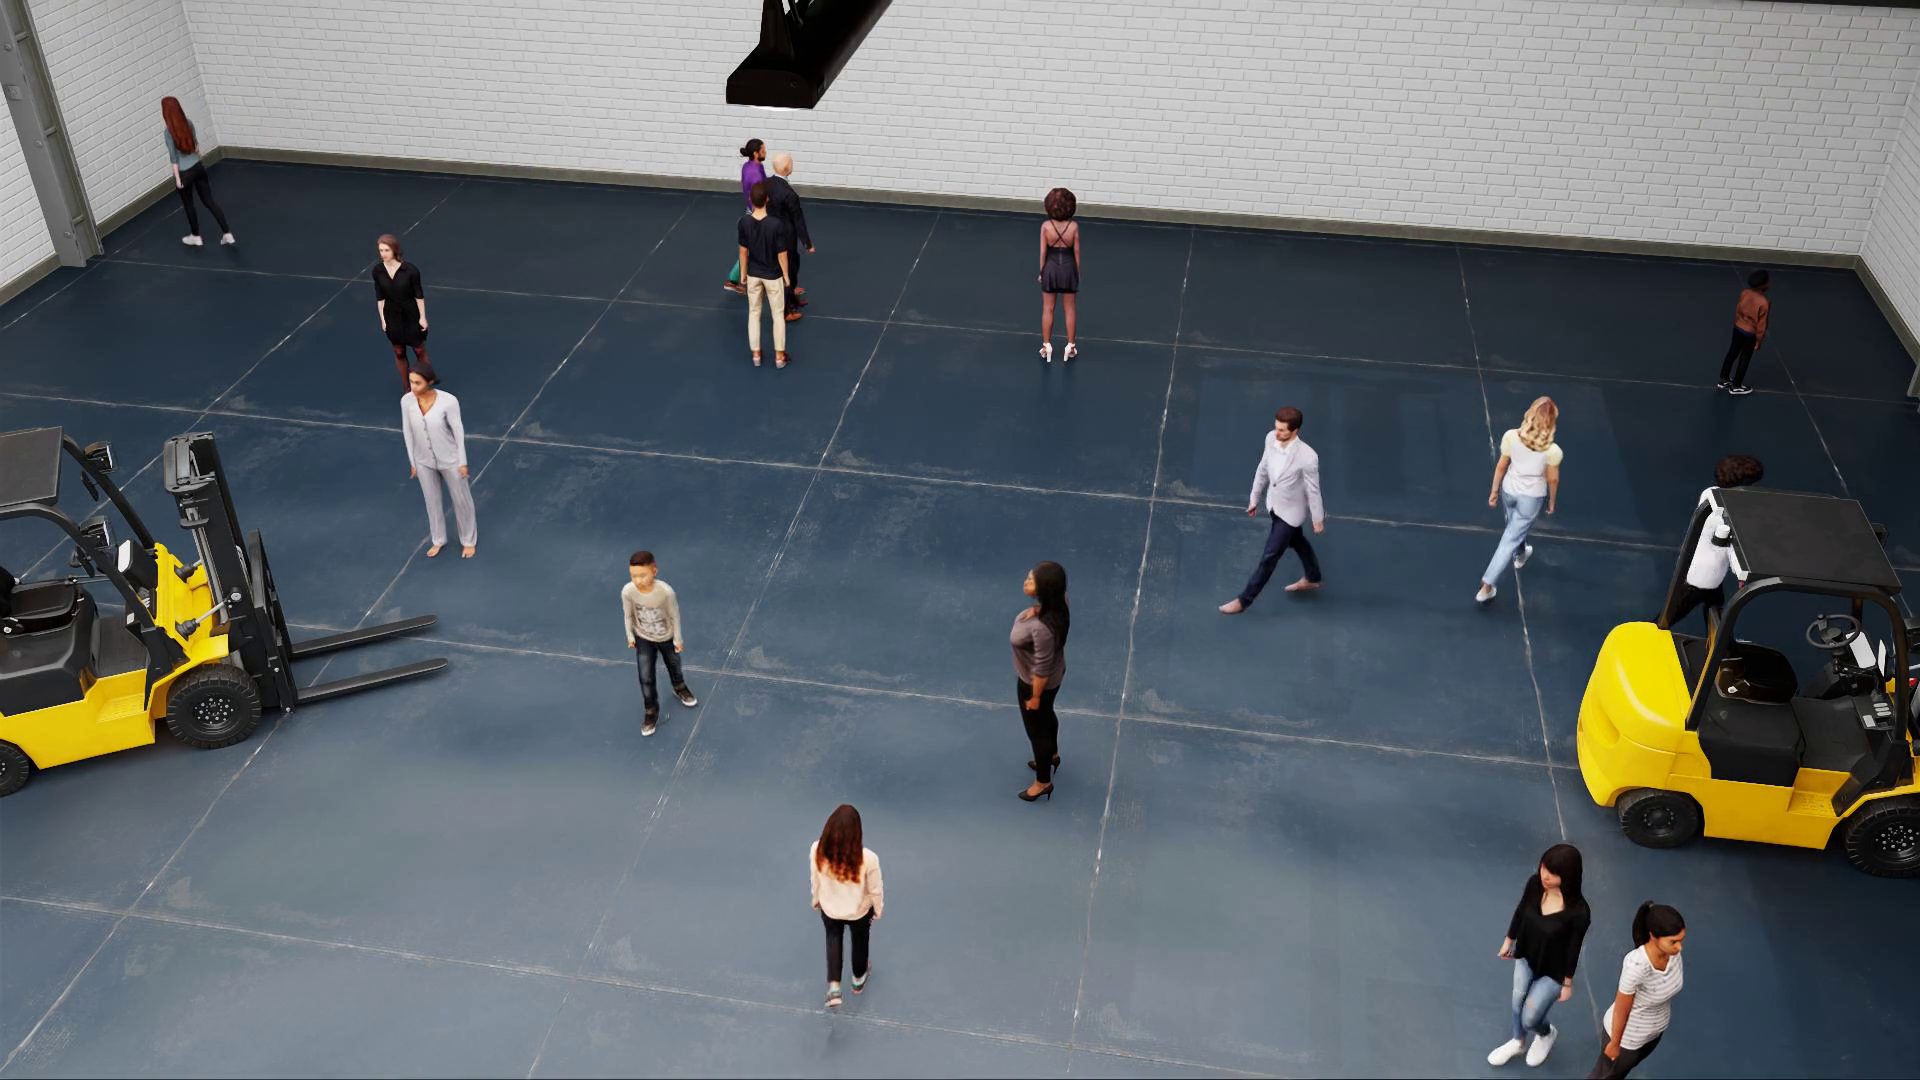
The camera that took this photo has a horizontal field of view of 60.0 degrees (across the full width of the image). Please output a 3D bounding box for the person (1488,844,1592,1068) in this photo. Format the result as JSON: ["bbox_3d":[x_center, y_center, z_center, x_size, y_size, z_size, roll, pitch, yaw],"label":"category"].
[{"bbox_3d":[3.230,2.263,9.066,0.783,1.636,0.720,-19,38,-26],"label":"person"}]

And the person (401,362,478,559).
[{"bbox_3d":[-4.189,-0.662,13.378,0.656,1.736,0.576,1,34,1],"label":"person"}]

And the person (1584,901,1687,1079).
[{"bbox_3d":[3.510,2.519,8.673,0.654,1.646,0.715,-22,39,-29],"label":"person"}]

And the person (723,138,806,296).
[{"bbox_3d":[-2.178,-3.336,17.391,1.045,1.747,1.119,-12,35,-17],"label":"person"}]

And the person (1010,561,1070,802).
[{"bbox_3d":[0.544,0.916,10.909,0.717,1.841,0.539,8,34,11],"label":"person"}]

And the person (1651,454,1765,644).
[{"bbox_3d":[5.331,0.204,12.057,0.766,1.756,1.115,2,34,3],"label":"person"}]

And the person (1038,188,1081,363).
[{"bbox_3d":[0.971,-2.575,16.207,0.594,1.789,0.575,1,34,1],"label":"person"}]

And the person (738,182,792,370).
[{"bbox_3d":[-1.893,-2.558,16.127,0.632,1.850,0.544,5,34,8],"label":"person"}]

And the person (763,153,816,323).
[{"bbox_3d":[-1.855,-3.036,16.902,0.922,1.786,0.861,-21,39,-28],"label":"person"}]

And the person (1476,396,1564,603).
[{"bbox_3d":[4.308,-0.264,12.838,1.025,1.671,1.267,24,40,31],"label":"person"}]

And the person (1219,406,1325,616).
[{"bbox_3d":[2.565,-0.237,12.686,1.211,1.793,1.252,-13,36,-19],"label":"person"}]

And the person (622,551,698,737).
[{"bbox_3d":[-2.119,0.636,11.699,0.686,1.432,0.830,-5,34,-7],"label":"person"}]

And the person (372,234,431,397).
[{"bbox_3d":[-5.182,-2.058,15.506,0.627,1.704,0.565,-1,34,-1],"label":"person"}]

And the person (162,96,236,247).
[{"bbox_3d":[-8.516,-4.071,18.510,0.808,1.732,0.925,16,37,22],"label":"person"}]

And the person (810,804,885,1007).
[{"bbox_3d":[-0.664,2.109,9.443,0.583,1.475,0.724,5,34,7],"label":"person"}]

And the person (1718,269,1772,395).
[{"bbox_3d":[7.481,-1.990,15.810,0.661,1.254,0.568,-12,35,-18],"label":"person"}]
